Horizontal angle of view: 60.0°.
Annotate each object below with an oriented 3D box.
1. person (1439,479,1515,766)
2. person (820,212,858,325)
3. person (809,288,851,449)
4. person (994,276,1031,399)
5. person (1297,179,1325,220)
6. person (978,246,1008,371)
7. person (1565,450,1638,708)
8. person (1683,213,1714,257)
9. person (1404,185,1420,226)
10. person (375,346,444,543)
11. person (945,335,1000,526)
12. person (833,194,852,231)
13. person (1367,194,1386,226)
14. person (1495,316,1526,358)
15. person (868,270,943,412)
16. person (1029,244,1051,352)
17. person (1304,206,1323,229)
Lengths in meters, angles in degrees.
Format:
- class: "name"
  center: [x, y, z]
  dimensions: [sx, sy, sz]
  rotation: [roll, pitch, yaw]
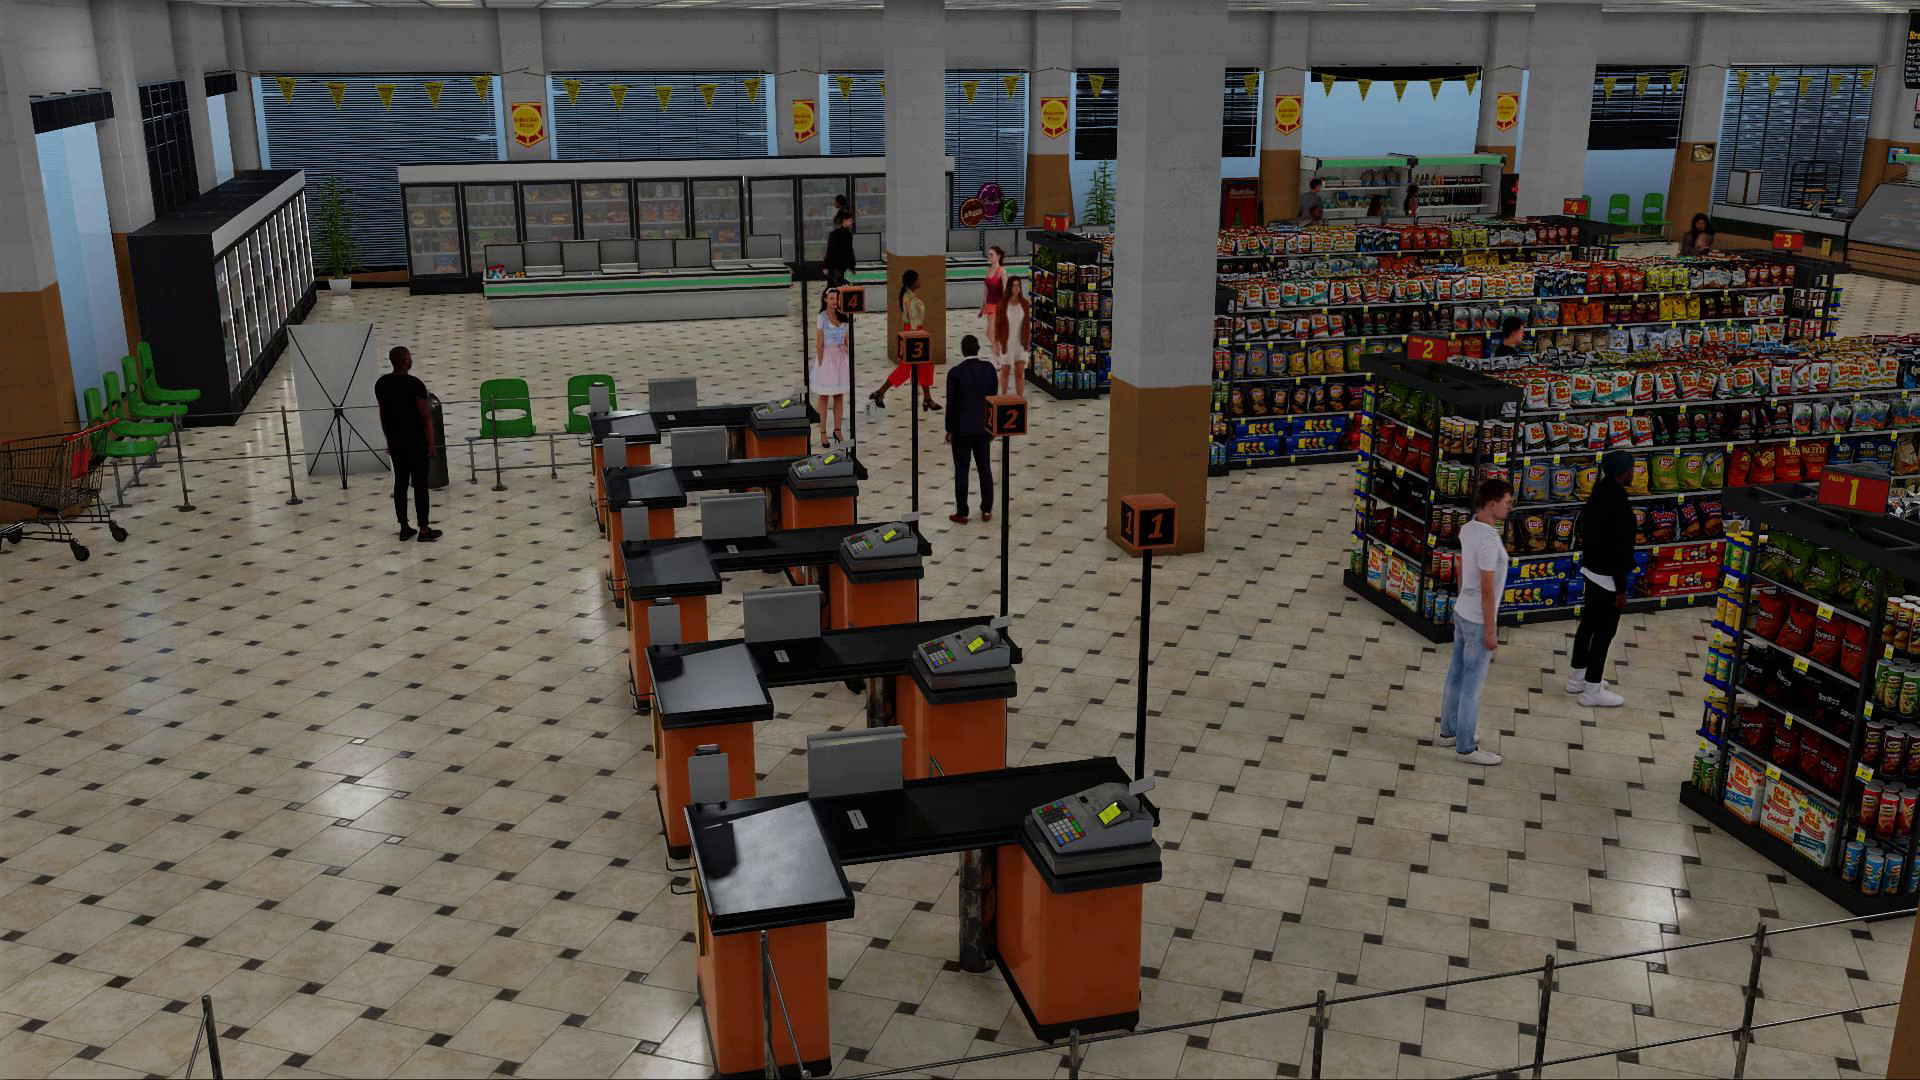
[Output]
- class: "person"
  center: [3.312, 0.505, 10.705]
  dimensions: [0.641, 1.855, 0.704]
  rotation: [0, 17, -1]
- class: "person"
  center: [-2.067, -4.359, 26.840]
  dimensions: [1.071, 1.786, 0.992]
  rotation: [8, 19, 25]
- class: "person"
  center: [-1.452, -1.969, 18.913]
  dimensions: [0.776, 1.818, 0.862]
  rotation: [-11, 20, -33]
- class: "person"
  center: [0.625, -2.421, 20.650]
  dimensions: [1.069, 1.675, 0.758]
  rotation: [-3, 17, -9]
- class: "person"
  center: [6.737, -6.054, 32.351]
  dimensions: [1.161, 1.828, 0.849]
  rotation: [-9, 19, -26]
- class: "person"
  center: [0.560, -3.224, 23.185]
  dimensions: [0.721, 1.738, 0.657]
  rotation: [-11, 20, -31]
- class: "person"
  center: [4.487, 0.252, 11.600]
  dimensions: [0.647, 1.818, 0.706]
  rotation: [-1, 17, -4]
- class: "person"
  center: [11.789, -4.341, 26.759]
  dimensions: [0.765, 1.800, 0.786]
  rotation: [-4, 17, -13]
- class: "person"
  center: [8.674, -6.022, 32.426]
  dimensions: [1.100, 1.724, 0.583]
  rotation: [-4, 17, -13]
- class: "person"
  center: [-5.102, -0.890, 15.359]
  dimensions: [0.672, 1.819, 0.806]
  rotation: [4, 17, 13]
- class: "person"
  center: [0.110, -1.061, 15.914]
  dimensions: [0.533, 1.824, 0.768]
  rotation: [-6, 18, -18]
- class: "person"
  center: [-2.110, -5.361, 30.130]
  dimensions: [0.555, 1.793, 0.588]
  rotation: [-6, 18, -19]
- class: "person"
  center: [8.347, -6.203, 33.447]
  dimensions: [0.642, 1.476, 0.649]
  rotation: [-13, 21, -37]
- class: "person"
  center: [5.387, -1.323, 16.730]
  dimensions: [0.805, 1.850, 0.804]
  rotation: [0, 17, 0]
- class: "person"
  center: [-0.684, -2.401, 20.441]
  dimensions: [1.159, 1.757, 0.638]
  rotation: [-3, 17, -10]
- class: "person"
  center: [1.218, -3.650, 24.568]
  dimensions: [0.643, 1.751, 0.667]
  rotation: [14, 22, 39]
- class: "person"
  center: [5.877, -4.718, 28.016]
  dimensions: [1.070, 1.789, 1.091]
  rotation: [14, 22, 39]
